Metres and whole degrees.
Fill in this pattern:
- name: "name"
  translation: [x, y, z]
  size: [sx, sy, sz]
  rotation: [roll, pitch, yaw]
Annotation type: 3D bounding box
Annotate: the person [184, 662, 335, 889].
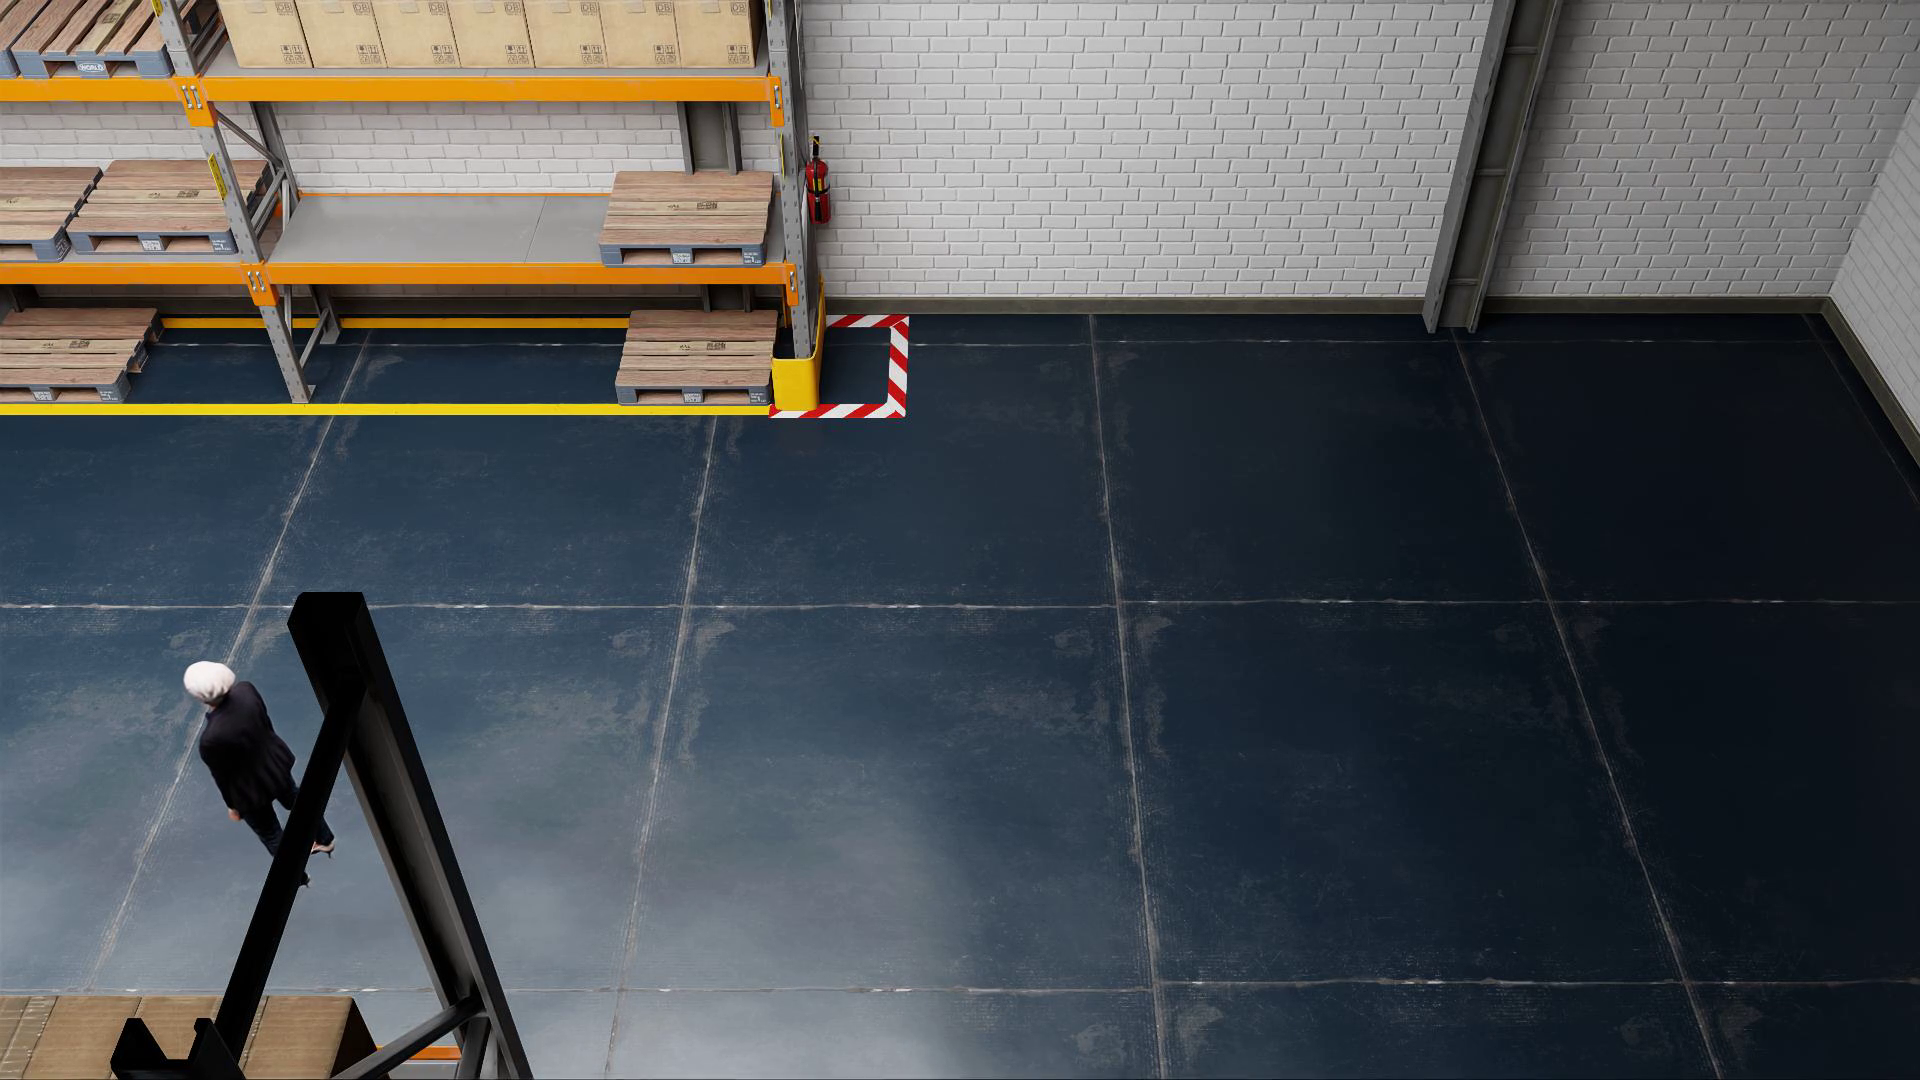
- name: "person"
  translation: [-3.662, 1.202, 8.714]
  size: [0.660, 1.779, 0.764]
  rotation: [9, 44, 9]
